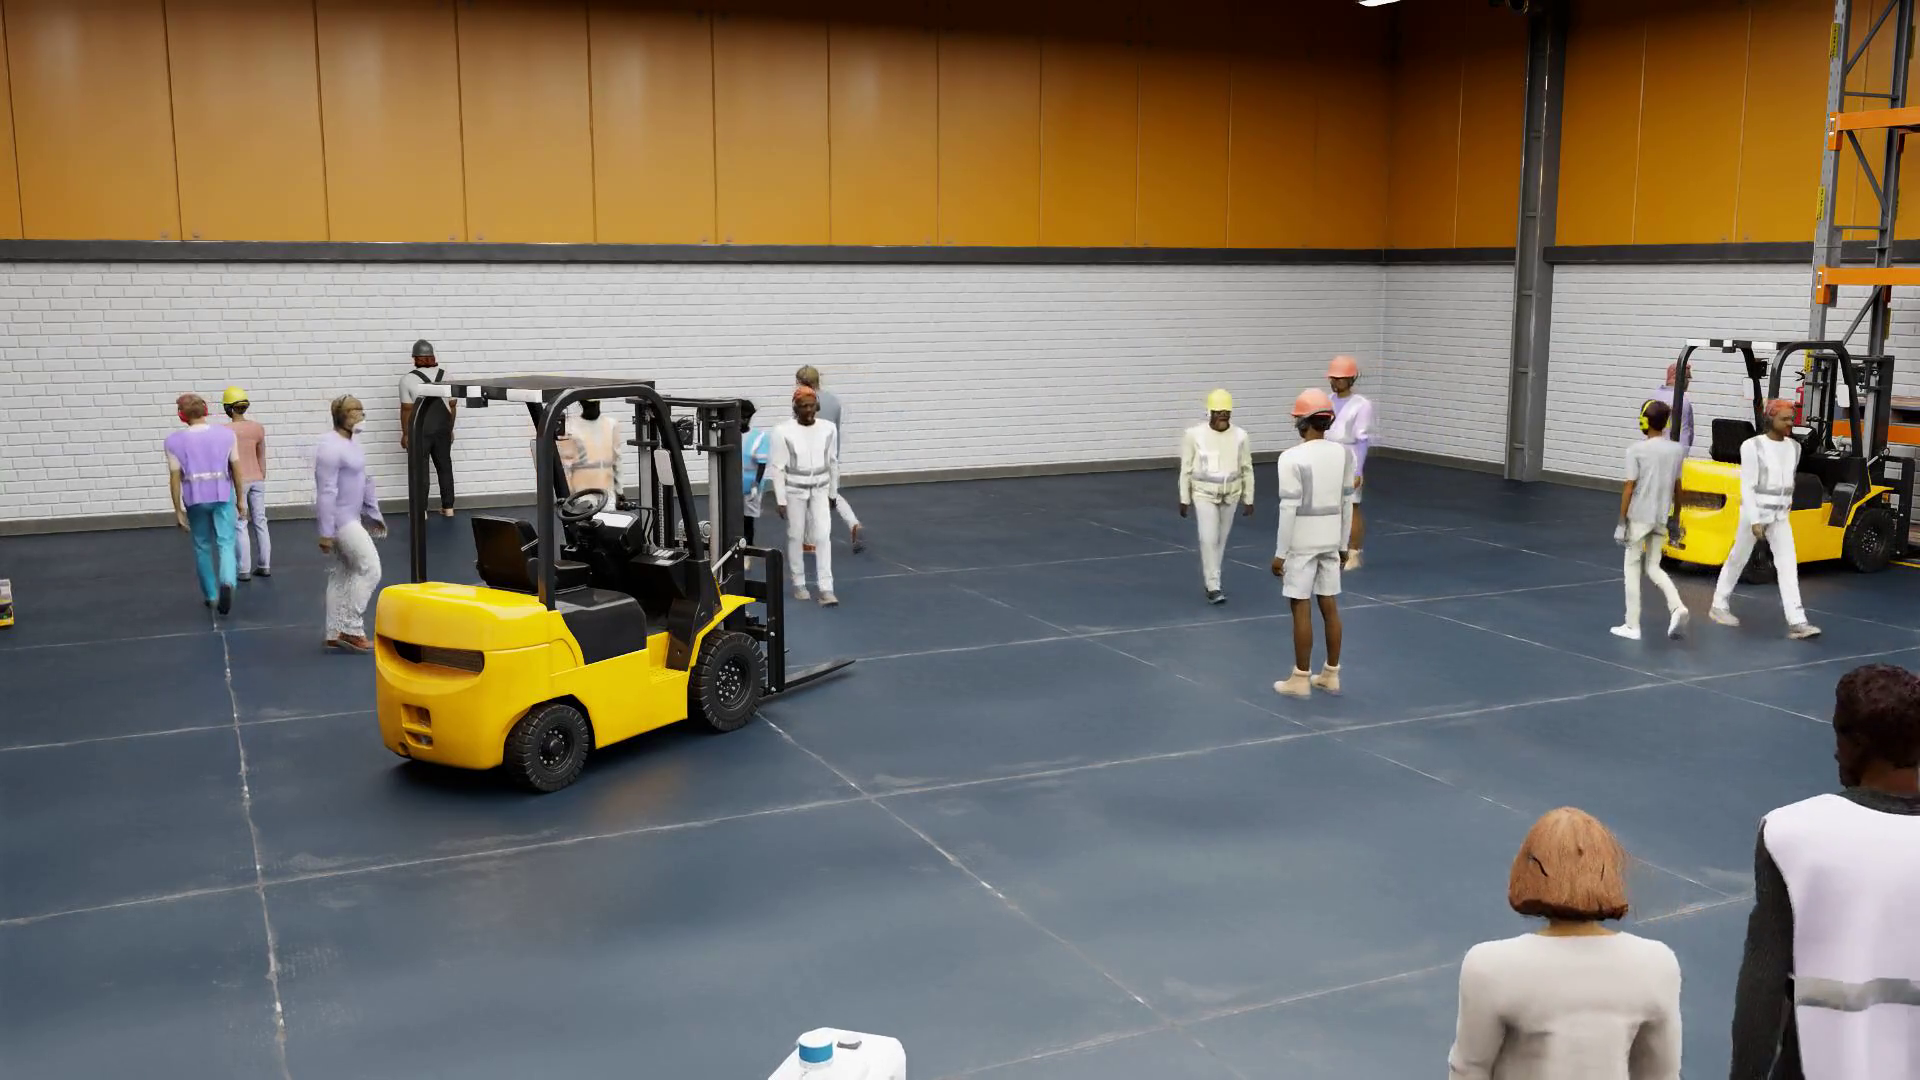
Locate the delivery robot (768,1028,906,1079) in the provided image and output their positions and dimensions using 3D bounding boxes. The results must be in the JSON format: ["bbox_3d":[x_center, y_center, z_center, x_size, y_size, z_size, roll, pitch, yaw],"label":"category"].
[{"bbox_3d":[-0.422,1.692,4.893,0.477,0.478,0.707,3,10,18],"label":"delivery robot"}]

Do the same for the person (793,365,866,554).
[{"bbox_3d":[-1.321,-0.765,16.285,0.840,1.903,0.634,7,12,38],"label":"person"}]

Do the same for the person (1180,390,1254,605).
[{"bbox_3d":[2.206,-0.348,13.960,0.621,1.801,0.821,-2,9,-13],"label":"person"}]

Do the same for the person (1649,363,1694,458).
[{"bbox_3d":[7.121,-0.825,16.652,0.404,1.900,0.644,-1,9,-6],"label":"person"}]

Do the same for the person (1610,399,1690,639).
[{"bbox_3d":[5.196,-0.133,12.505,0.529,1.851,0.619,-3,10,-16],"label":"person"}]

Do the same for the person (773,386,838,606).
[{"bbox_3d":[-1.269,-0.363,13.939,0.587,1.840,0.891,-4,10,-21],"label":"person"}]

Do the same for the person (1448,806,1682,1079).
[{"bbox_3d":[1.350,1.401,3.712,0.494,1.614,0.421,-1,9,-9],"label":"person"}]

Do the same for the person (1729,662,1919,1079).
[{"bbox_3d":[2.092,1.233,3.834,0.610,1.902,0.502,1,9,3],"label":"person"}]

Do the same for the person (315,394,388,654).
[{"bbox_3d":[-4.443,-0.109,12.170,0.580,1.915,0.647,-2,9,-11],"label":"person"}]

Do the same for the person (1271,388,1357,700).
[{"bbox_3d":[2.297,0.023,10.933,0.614,2.040,0.390,-5,10,-28],"label":"person"}]

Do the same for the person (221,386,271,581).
[{"bbox_3d":[-6.513,-0.506,15.074,0.314,1.769,0.523,4,10,25],"label":"person"}]

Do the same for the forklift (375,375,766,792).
[{"bbox_3d":[-2.268,0.149,9.685,1.214,2.155,2.313,6,11,32],"label":"forklift"}]

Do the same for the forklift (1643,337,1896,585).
[{"bbox_3d":[7.551,-0.789,15.507,2.313,2.155,1.214,-4,10,-25],"label":"forklift"}]

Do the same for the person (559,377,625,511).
[{"bbox_3d":[-3.182,-0.457,14.333,0.529,1.904,0.601,8,12,42],"label":"person"}]

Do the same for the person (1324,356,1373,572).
[{"bbox_3d":[3.479,-0.688,15.412,0.716,2.016,0.658,-6,11,-34],"label":"person"}]

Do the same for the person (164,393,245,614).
[{"bbox_3d":[-6.148,-0.291,13.604,0.591,1.816,0.803,-5,10,-29],"label":"person"}]

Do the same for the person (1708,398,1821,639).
[{"bbox_3d":[6.248,-0.177,12.862,0.578,1.830,1.032,-3,9,-15],"label":"person"}]

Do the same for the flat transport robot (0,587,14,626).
[{"bbox_3d":[-8.021,0.508,13.408,0.652,0.197,1.431,-5,11,-30],"label":"flat transport robot"}]

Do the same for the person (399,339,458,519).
[{"bbox_3d":[-6.076,-1.259,18.897,0.537,2.000,0.680,9,13,44],"label":"person"}]

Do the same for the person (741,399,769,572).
[{"bbox_3d":[-2.014,-0.470,15.223,0.545,1.635,0.833,1,9,3],"label":"person"}]
